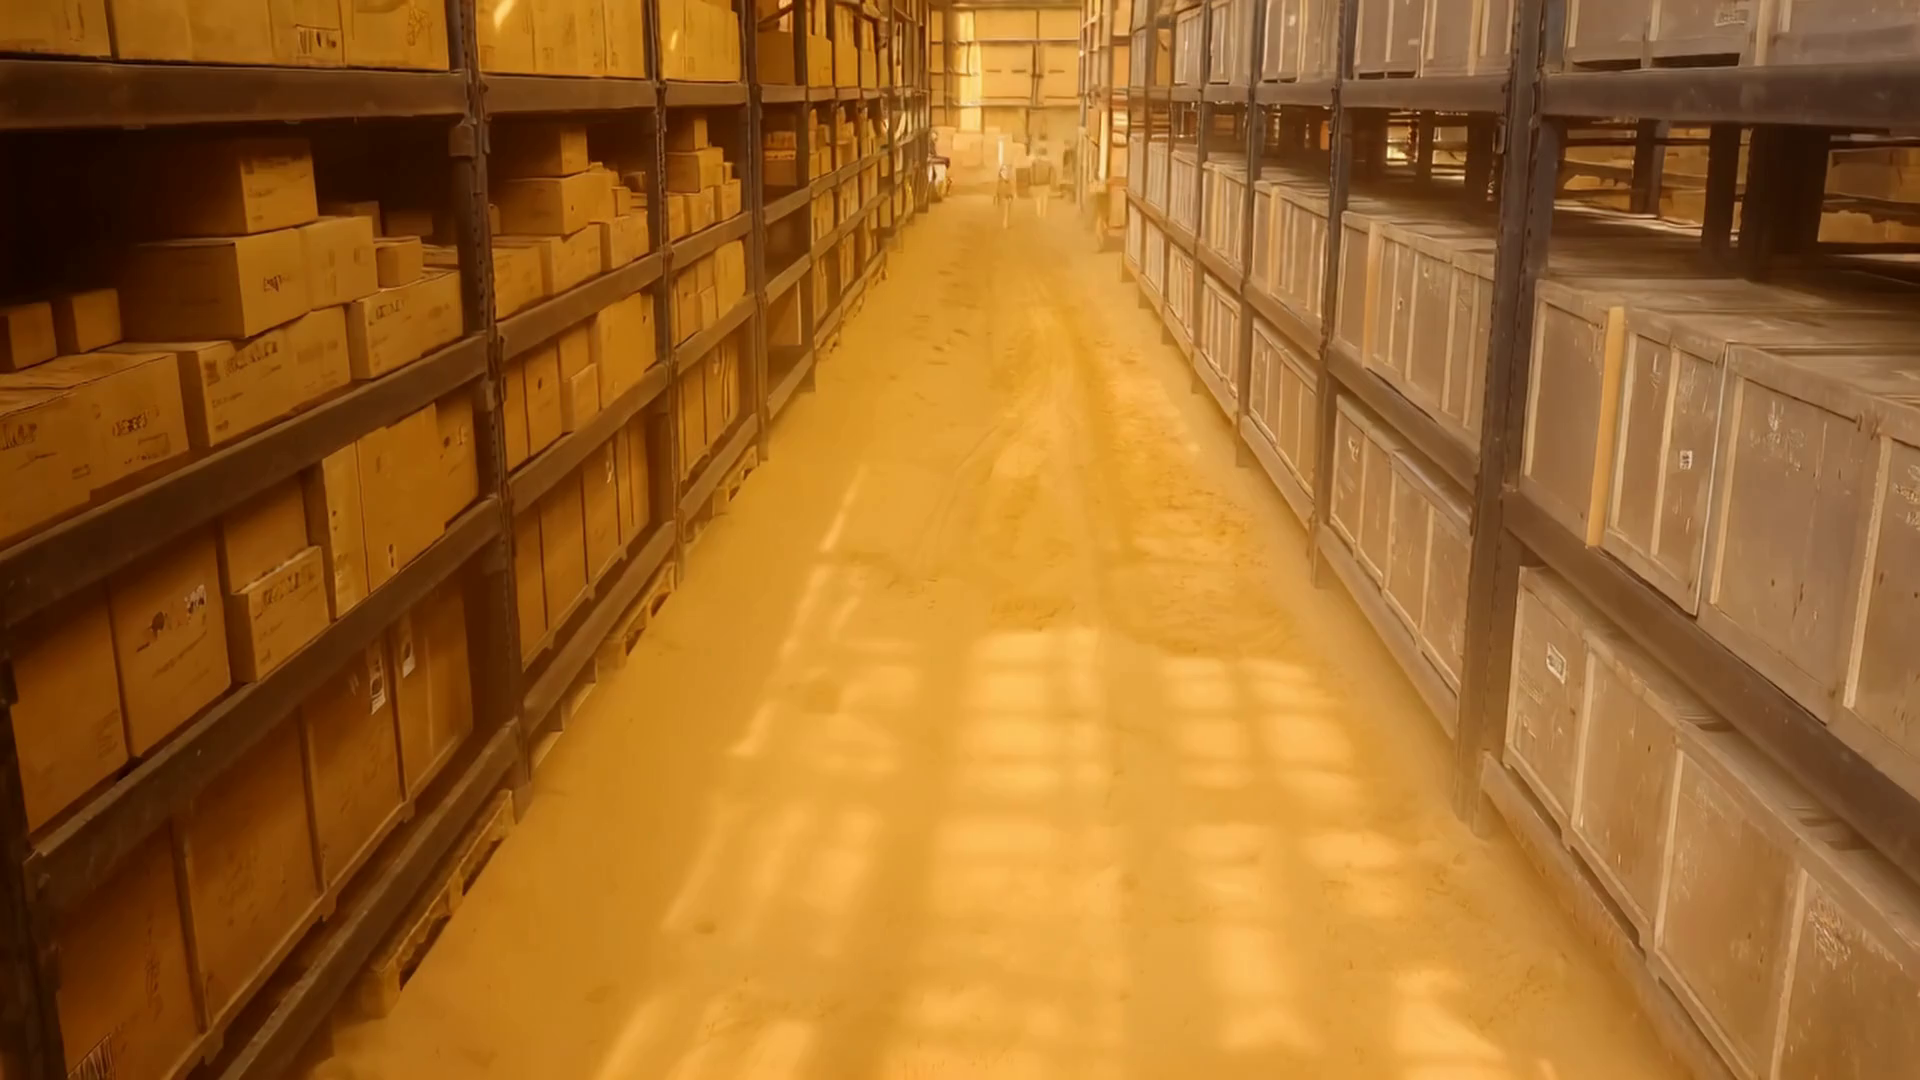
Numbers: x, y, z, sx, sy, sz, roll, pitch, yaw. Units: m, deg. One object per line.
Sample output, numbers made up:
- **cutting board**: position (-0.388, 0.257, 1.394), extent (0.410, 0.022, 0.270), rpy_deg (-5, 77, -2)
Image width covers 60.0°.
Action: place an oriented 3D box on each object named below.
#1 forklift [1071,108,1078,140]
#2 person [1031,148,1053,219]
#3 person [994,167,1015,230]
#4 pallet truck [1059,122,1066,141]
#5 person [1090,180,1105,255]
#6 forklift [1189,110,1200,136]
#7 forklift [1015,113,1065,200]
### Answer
- **forklift**: position (5.626, -18.513, 76.673), extent (1.129, 2.768, 1.873), rpy_deg (-5, 16, -17)
- **person**: position (2.310, -10.063, 46.944), extent (0.629, 1.978, 0.618), rpy_deg (2, 15, 6)
- **person**: position (1.163, -8.865, 43.150), extent (0.541, 1.623, 0.461), rpy_deg (2, 15, 9)
- **pallet truck**: position (5.788, -21.111, 88.014), extent (1.885, 1.965, 0.823), rpy_deg (5, 16, 18)
- **person**: position (3.012, -7.051, 36.411), extent (0.402, 1.607, 0.609), rpy_deg (6, 16, 21)
- **forklift**: position (9.227, -15.589, 65.793), extent (1.873, 2.768, 1.129), rpy_deg (7, 17, 26)
- **forklift**: position (2.818, -12.773, 55.314), extent (1.873, 2.768, 1.129), rpy_deg (-14, 20, -42)
